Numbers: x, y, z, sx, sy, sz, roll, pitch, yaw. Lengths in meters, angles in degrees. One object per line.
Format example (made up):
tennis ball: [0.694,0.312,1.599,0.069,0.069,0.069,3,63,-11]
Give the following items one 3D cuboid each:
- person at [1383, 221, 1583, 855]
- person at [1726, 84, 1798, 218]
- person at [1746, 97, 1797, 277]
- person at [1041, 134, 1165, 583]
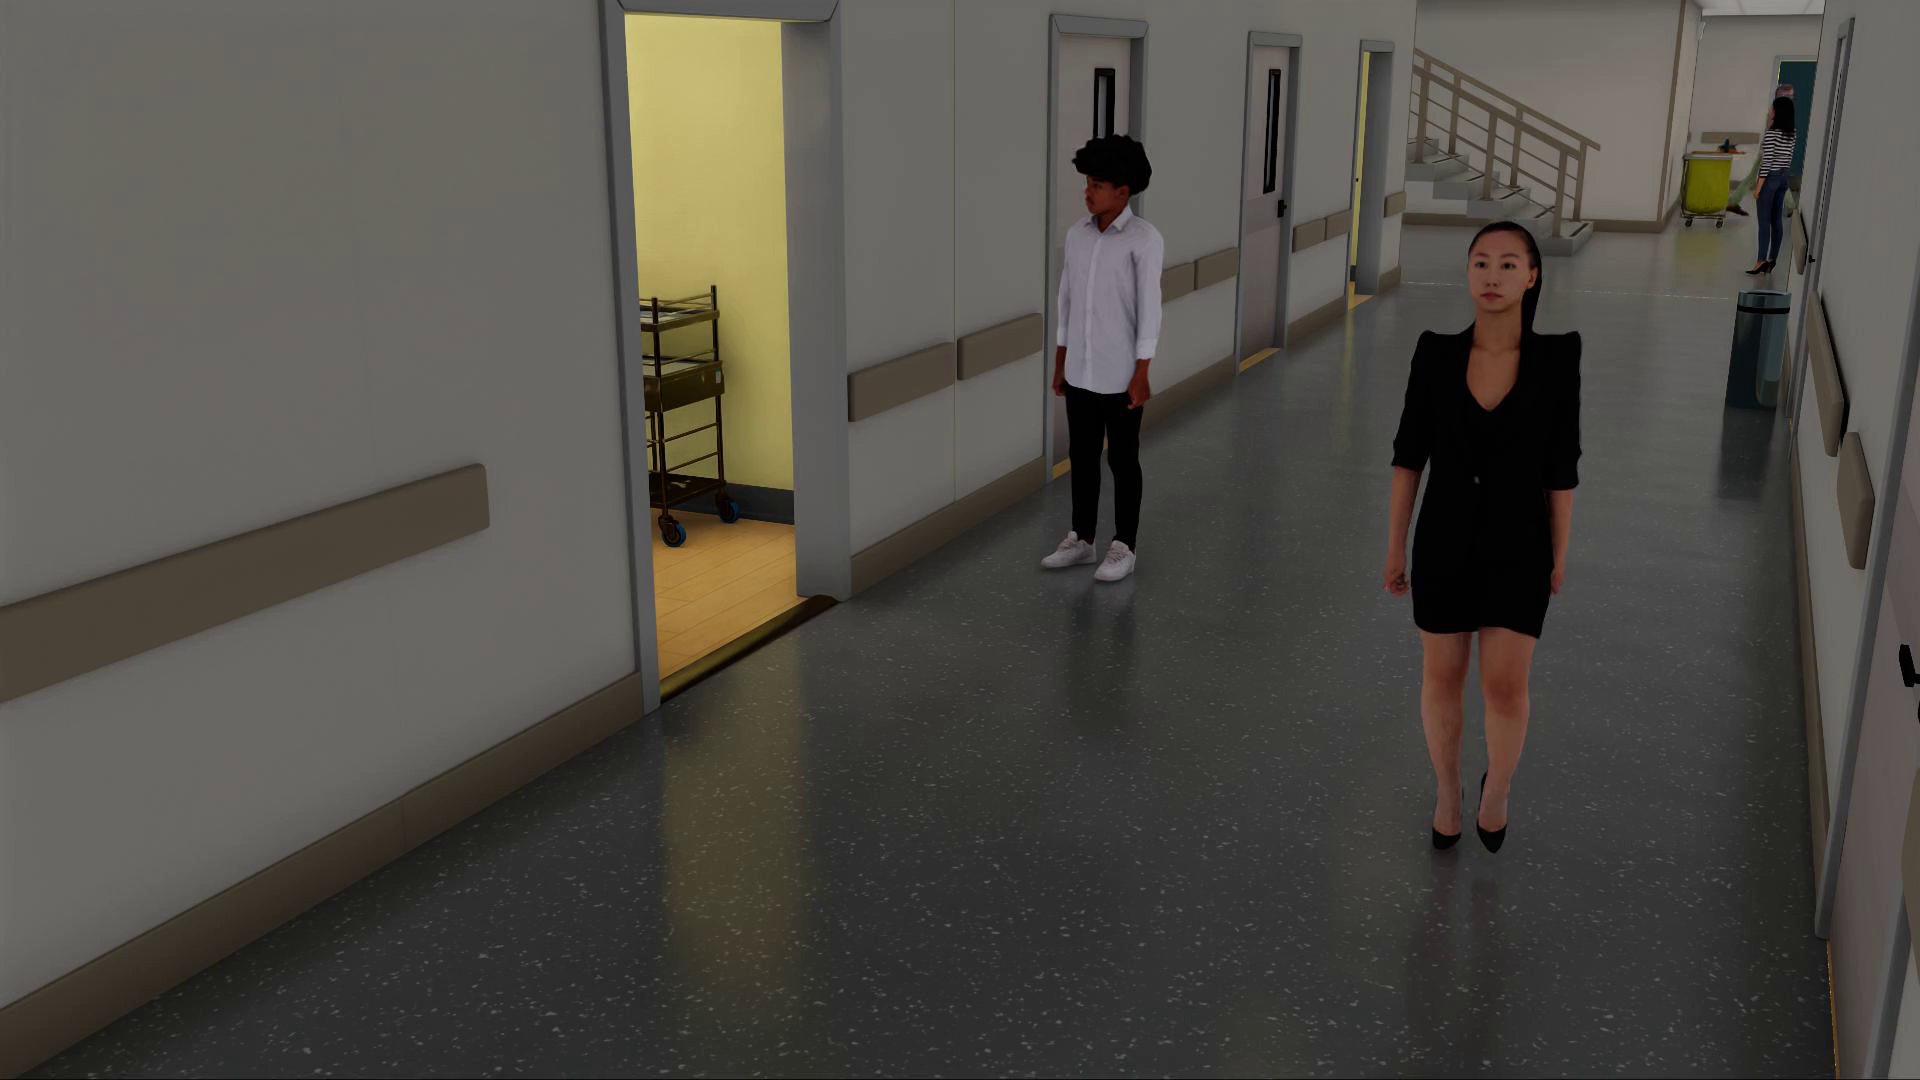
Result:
person: [1.362,0.024,4.336,0.518,1.683,0.654,7,17,24]
person: [11.309,-5.424,23.419,1.385,1.815,0.853,4,16,14]
person: [8.379,-3.645,17.143,0.643,1.797,0.658,-9,18,-29]
person: [0.603,-0.742,6.826,0.594,1.809,0.748,14,21,40]
